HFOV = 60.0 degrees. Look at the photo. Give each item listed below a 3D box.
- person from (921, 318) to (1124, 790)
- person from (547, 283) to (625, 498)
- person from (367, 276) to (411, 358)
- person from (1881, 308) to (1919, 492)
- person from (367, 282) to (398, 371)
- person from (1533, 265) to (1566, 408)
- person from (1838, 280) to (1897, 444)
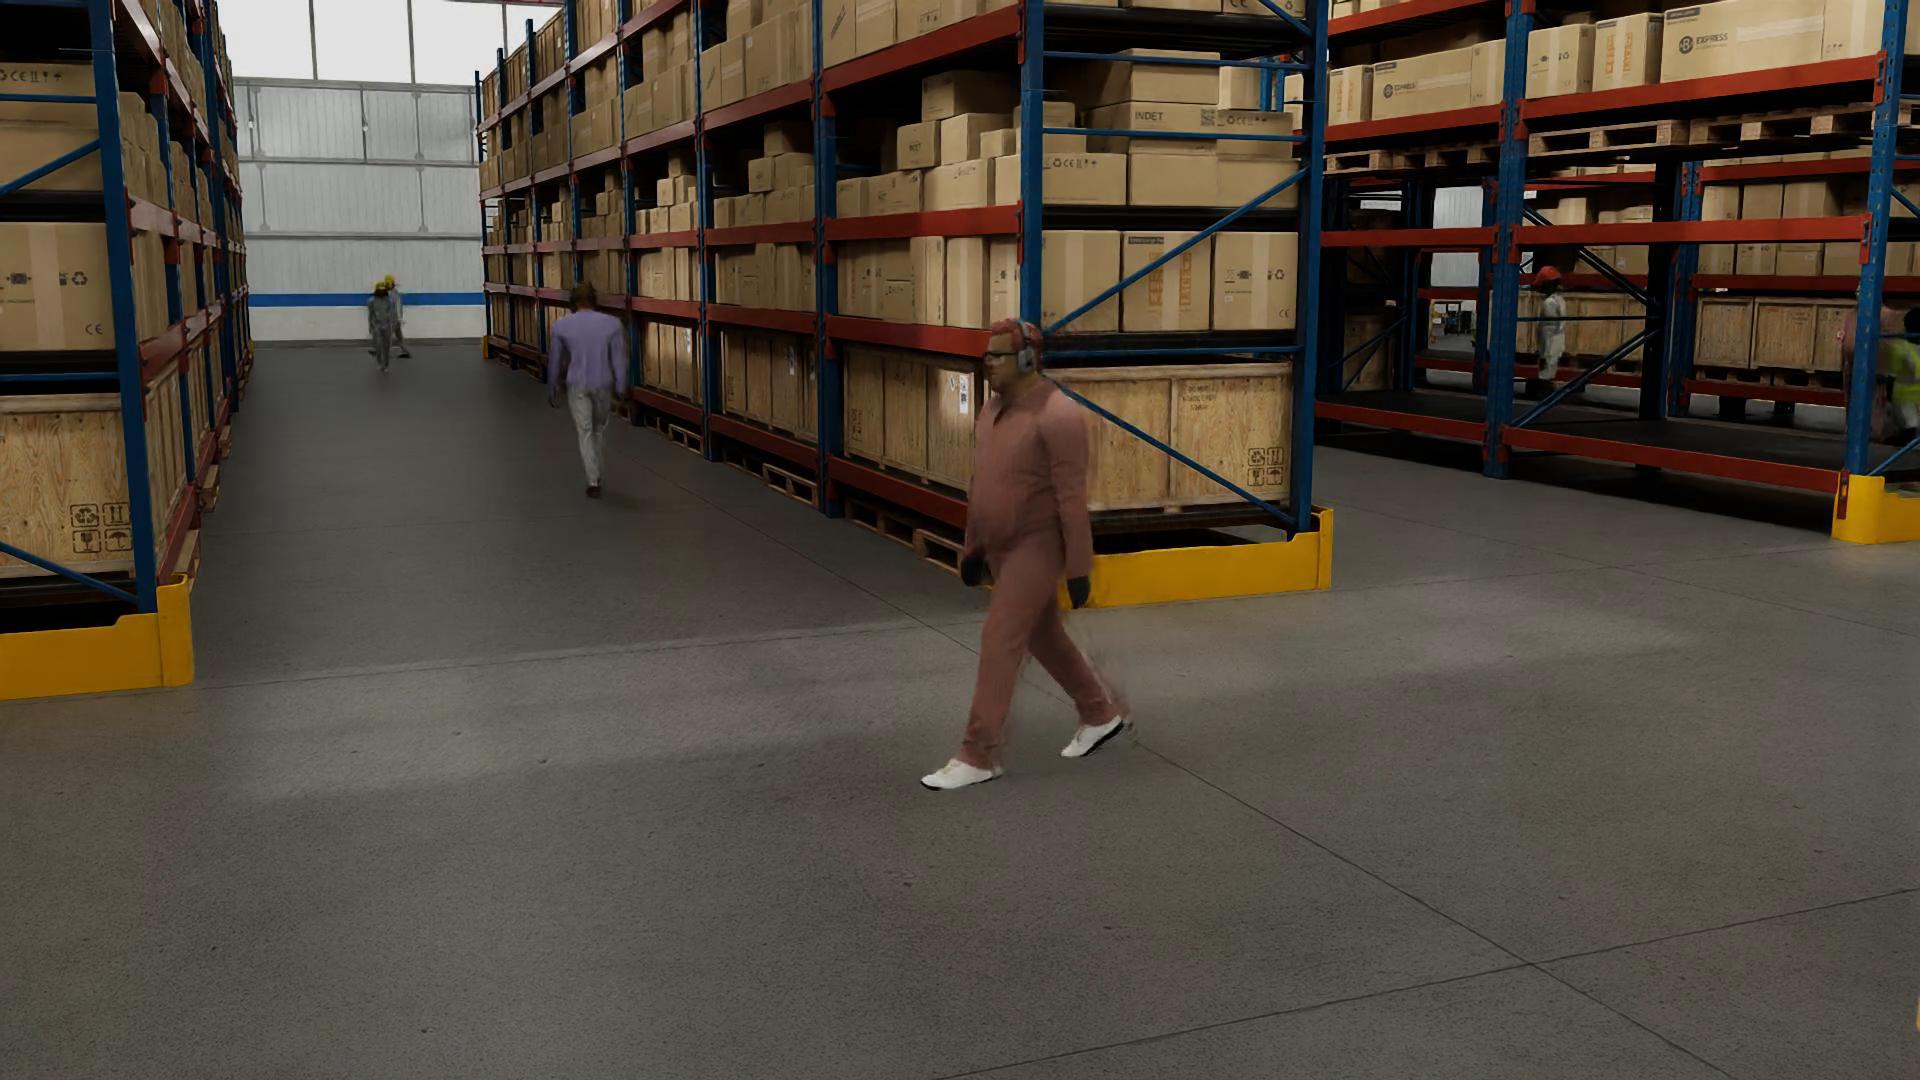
[{"bbox_3d":[0.293,0.034,6.726,0.981,1.862,0.658,-5,11,-26],"label":"person"},{"bbox_3d":[-3.365,-1.351,14.920,0.659,1.882,1.023,-4,10,-22],"label":"person"},{"bbox_3d":[-12.313,-4.780,35.769,0.928,1.780,0.605,-4,10,-22],"label":"person"},{"bbox_3d":[8.623,-1.298,15.264,0.539,1.674,0.722,-5,11,-25],"label":"person"},{"bbox_3d":[-10.920,-4.030,31.501,0.503,1.697,0.892,-5,11,-28],"label":"person"},{"bbox_3d":[7.105,-2.295,20.136,0.400,2.042,0.615,5,11,29],"label":"person"},{"bbox_3d":[9.727,-1.855,17.933,0.395,1.899,0.641,-3,10,-15],"label":"person"}]
